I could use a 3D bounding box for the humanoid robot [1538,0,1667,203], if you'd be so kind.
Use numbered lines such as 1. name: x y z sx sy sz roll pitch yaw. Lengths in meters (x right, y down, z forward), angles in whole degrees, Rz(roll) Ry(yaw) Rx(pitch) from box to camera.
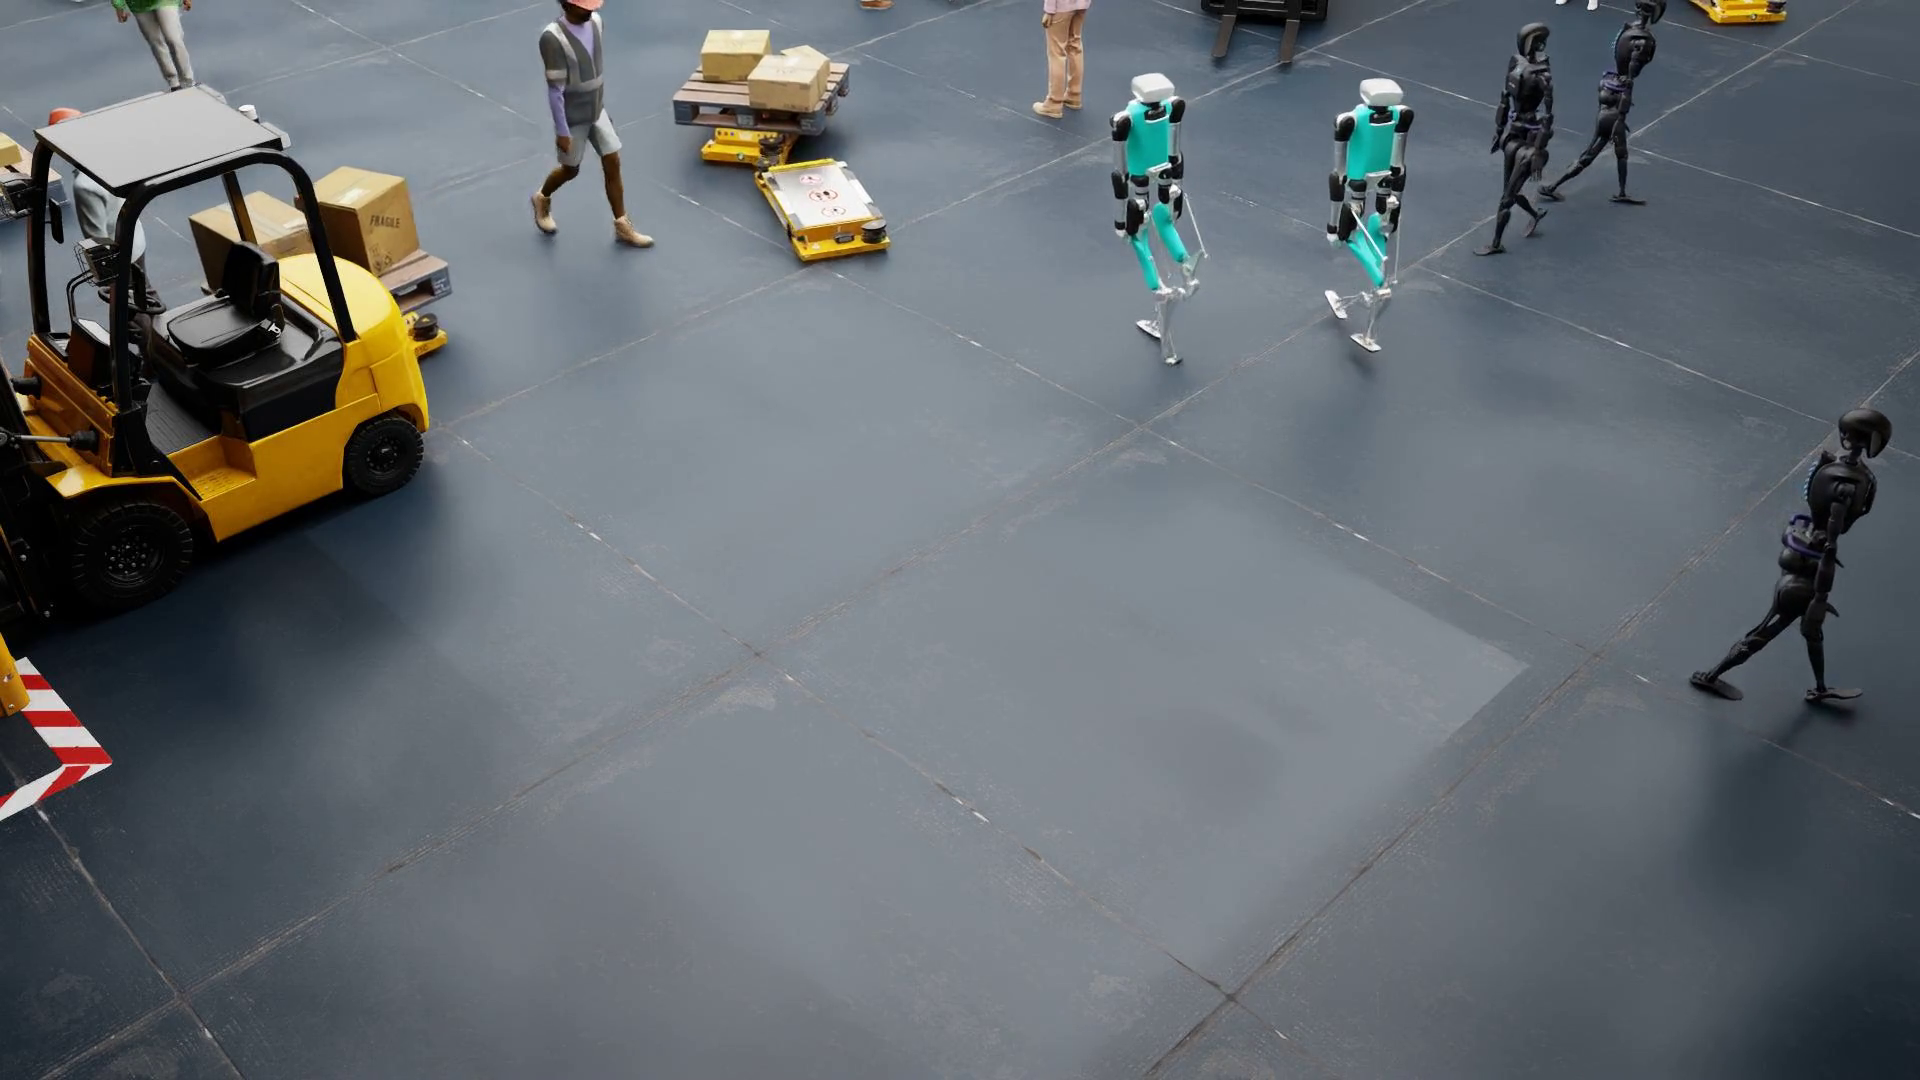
1. humanoid robot: 4.787 -3.215 12.174 0.797 1.625 0.611 10 38 13

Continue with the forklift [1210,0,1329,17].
1. forklift: 3.106 -6.400 15.960 1.214 2.155 2.313 8 37 10

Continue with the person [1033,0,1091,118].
1. person: 0.885 -4.343 13.553 0.405 1.775 0.539 25 44 30

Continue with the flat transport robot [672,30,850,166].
1. flat transport robot: -1.595 -3.453 13.619 0.659 0.231 1.431 7 37 9

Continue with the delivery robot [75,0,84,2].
1. delivery robot: -8.652 -5.639 16.293 0.736 0.579 0.509 27 44 31

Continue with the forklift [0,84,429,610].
1. forklift: -4.145 -1.093 8.856 2.313 2.155 1.214 -31 47 -34

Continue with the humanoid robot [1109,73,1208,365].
1. humanoid robot: 1.316 -1.920 10.421 0.556 1.874 0.795 -22 42 -26

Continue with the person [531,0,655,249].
1. person: -2.680 -3.001 11.572 0.929 2.002 0.640 18 40 22

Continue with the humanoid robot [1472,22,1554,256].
1. humanoid robot: 3.994 -2.800 11.592 0.671 1.630 0.609 -10 38 -14

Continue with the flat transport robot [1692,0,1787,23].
1. flat transport robot: 7.379 -5.360 16.171 0.659 0.231 1.431 -4 37 -5

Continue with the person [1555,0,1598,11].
1. person: 6.021 -5.854 15.686 0.520 1.640 0.305 20 41 25

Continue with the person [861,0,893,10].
1. person: -0.786 -6.013 15.680 0.434 1.917 0.640 -7 37 -9

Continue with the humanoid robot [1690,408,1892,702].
1. humanoid robot: 3.986 0.121 7.688 0.755 1.625 0.602 16 40 21

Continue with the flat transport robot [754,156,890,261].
1. flat transport robot: -1.040 -2.488 12.327 0.659 0.231 1.431 -12 38 -15

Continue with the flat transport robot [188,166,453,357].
1. flat transport robot: -4.097 -1.469 10.963 1.431 0.231 0.659 27 44 31

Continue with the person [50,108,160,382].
1. person: -5.185 -1.803 10.181 0.350 1.740 0.573 -4 37 -5

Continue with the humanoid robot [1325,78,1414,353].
1. humanoid robot: 2.603 -1.947 10.373 0.539 1.737 0.978 -13 39 -17

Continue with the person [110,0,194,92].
1. person: -6.670 -4.432 13.674 0.590 1.766 0.678 -8 37 -10
